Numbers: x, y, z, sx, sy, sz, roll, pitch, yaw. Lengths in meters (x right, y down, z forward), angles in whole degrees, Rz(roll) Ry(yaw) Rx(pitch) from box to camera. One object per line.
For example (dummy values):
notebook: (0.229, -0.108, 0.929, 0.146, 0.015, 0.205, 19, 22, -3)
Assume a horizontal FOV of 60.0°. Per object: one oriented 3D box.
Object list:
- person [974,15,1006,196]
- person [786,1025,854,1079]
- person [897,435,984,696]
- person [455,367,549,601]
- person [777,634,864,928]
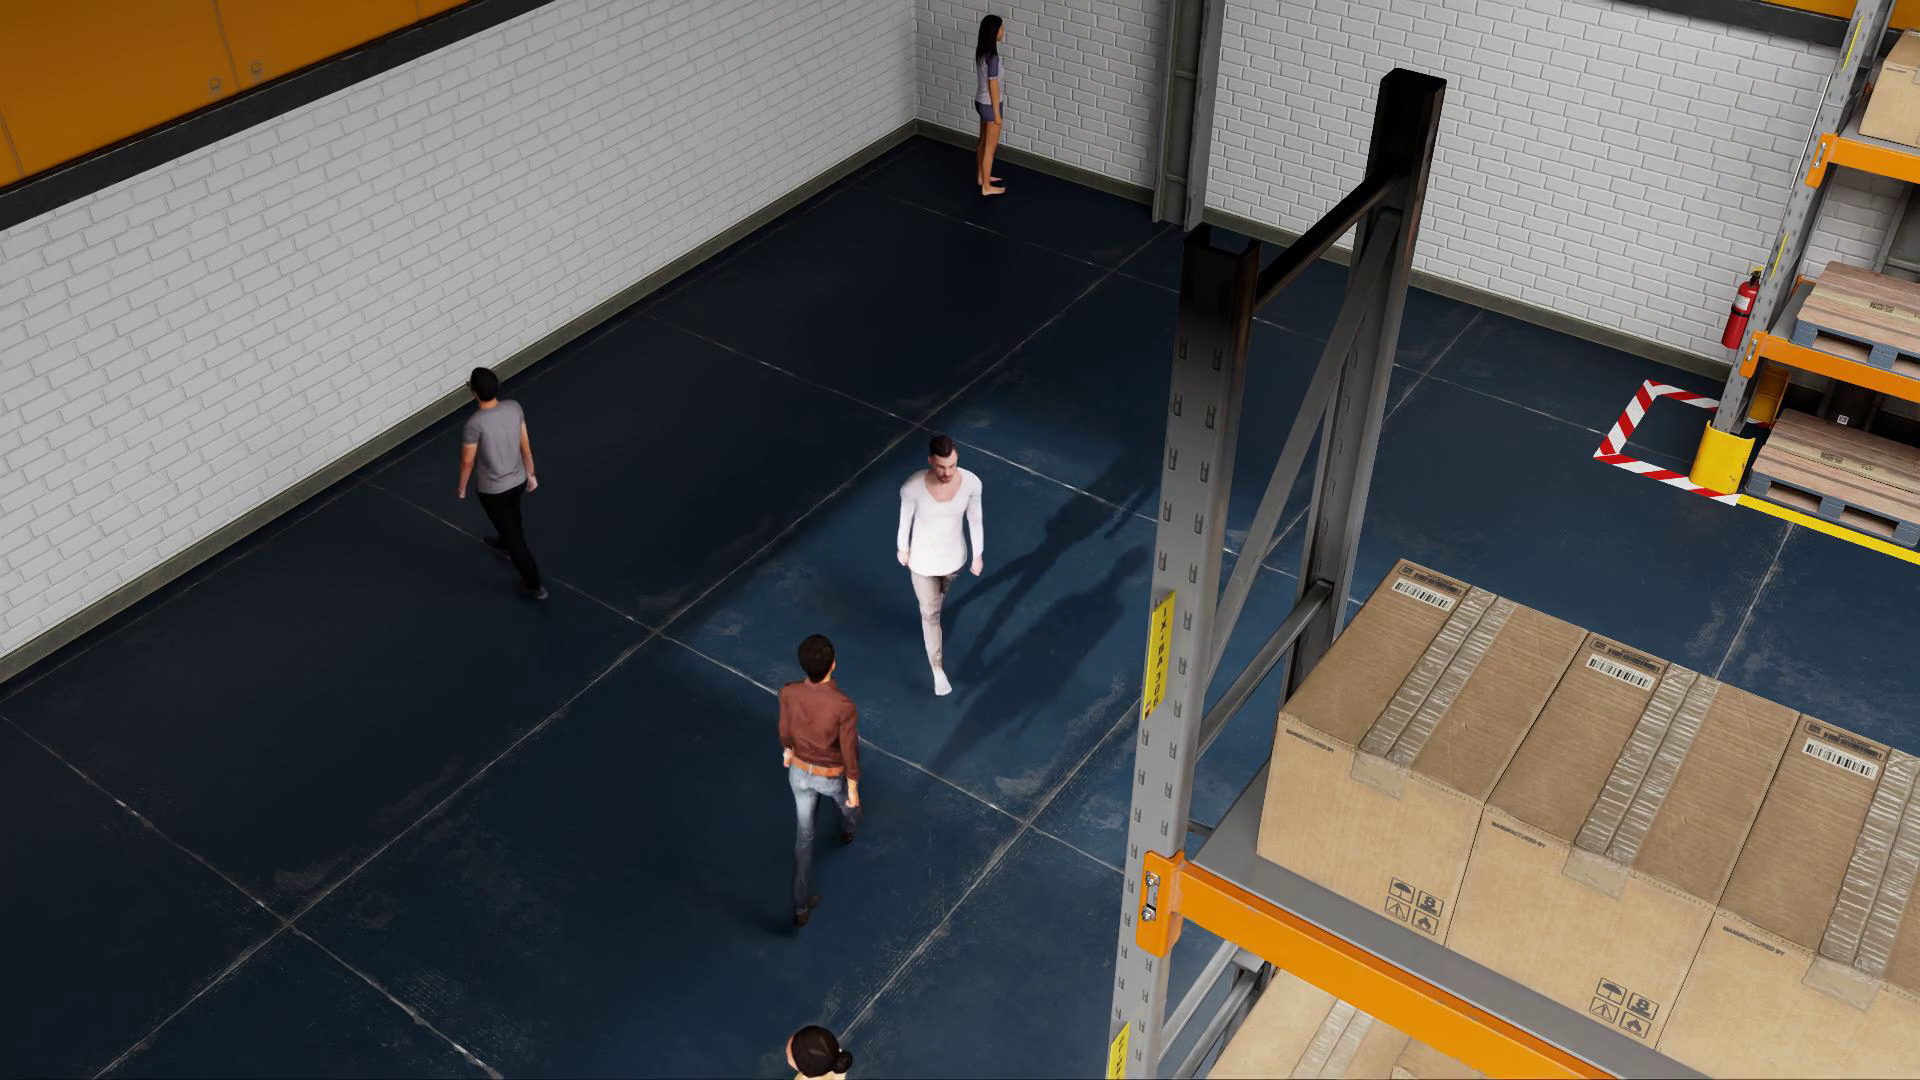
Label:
person: (0.276, -4.142, 15.833, 0.716, 1.733, 0.638, -10, 40, -12)
person: (-0.590, 2.684, 7.350, 0.627, 1.651, 0.626, 11, 40, 13)
person: (-0.150, 0.032, 10.570, 1.142, 1.778, 1.247, -8, 39, -10)
person: (-3.020, -0.345, 11.087, 1.004, 1.721, 0.618, 23, 44, 26)
person: (-0.786, 1.340, 8.979, 1.186, 1.719, 0.977, 13, 40, 15)
